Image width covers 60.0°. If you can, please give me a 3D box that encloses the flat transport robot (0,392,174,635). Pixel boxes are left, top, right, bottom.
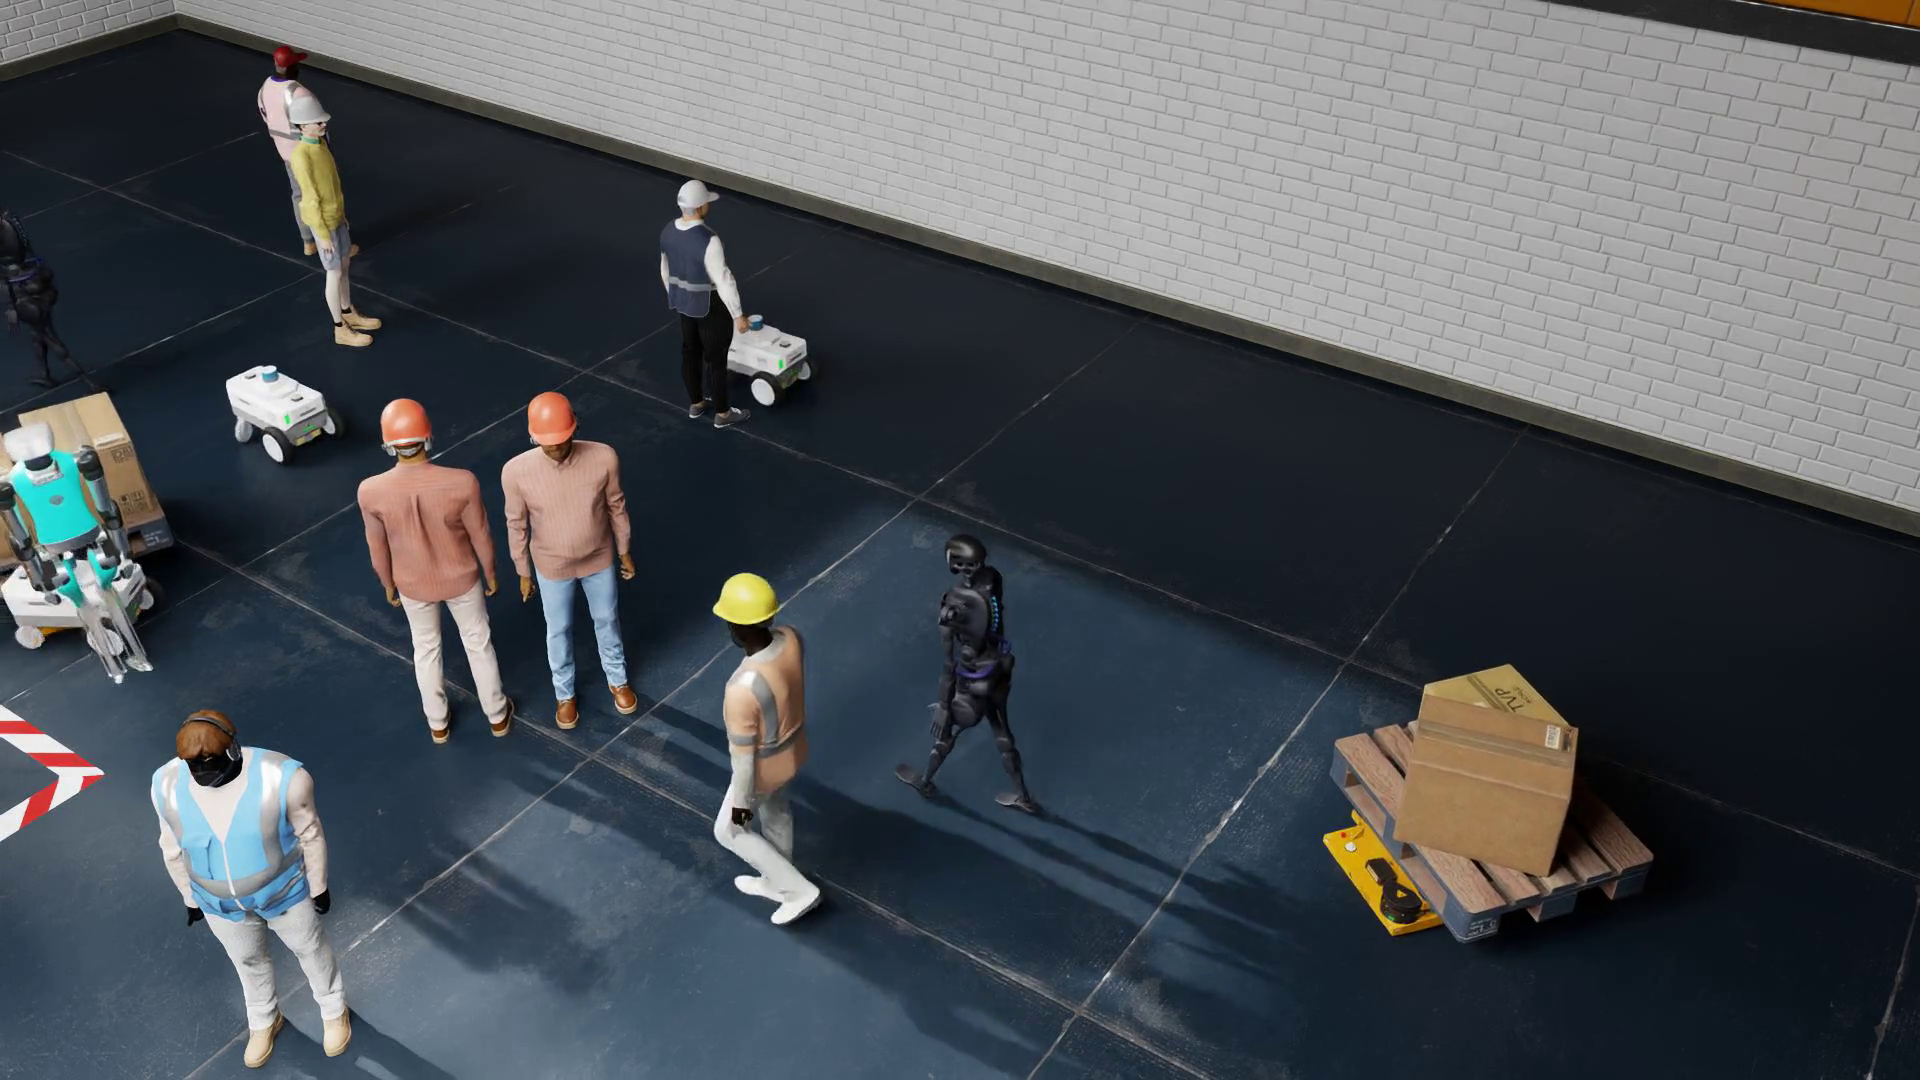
[{"bbox_3d":[-5.507,0.079,10.150,0.659,0.231,1.431,-21,40,-27],"label":"flat transport robot"}]

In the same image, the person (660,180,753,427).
[{"bbox_3d":[-1.732,-1.583,11.226,0.745,1.757,0.437,24,42,30],"label":"person"}]

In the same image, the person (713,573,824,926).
[{"bbox_3d":[-0.879,0.963,7.447,0.428,1.913,0.615,12,37,17],"label":"person"}]

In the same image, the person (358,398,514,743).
[{"bbox_3d":[-2.674,0.171,8.531,0.616,1.986,0.416,-5,35,-7],"label":"person"}]

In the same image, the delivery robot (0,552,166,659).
[{"bbox_3d":[-5.030,0.344,9.538,0.816,0.613,0.499,1,35,2],"label":"delivery robot"}]

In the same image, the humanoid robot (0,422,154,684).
[{"bbox_3d":[-4.727,0.083,8.869,0.550,1.783,0.748,-23,41,-30],"label":"humanoid robot"}]

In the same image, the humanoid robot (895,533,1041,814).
[{"bbox_3d":[0.062,0.663,8.121,0.764,1.626,0.609,18,39,24],"label":"humanoid robot"}]

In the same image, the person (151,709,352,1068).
[{"bbox_3d":[-2.895,1.437,6.840,0.625,1.844,0.429,-5,35,-7],"label":"person"}]

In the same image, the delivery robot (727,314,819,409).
[{"bbox_3d":[-1.428,-1.310,11.888,0.767,0.596,0.524,21,40,27],"label":"delivery robot"}]

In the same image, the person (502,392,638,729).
[{"bbox_3d":[-1.994,0.105,8.610,0.620,1.992,0.393,-13,37,-18],"label":"person"}]

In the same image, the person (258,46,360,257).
[{"bbox_3d":[-5.273,-3.117,13.422,0.623,1.751,0.419,20,40,26],"label":"person"}]

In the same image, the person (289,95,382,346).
[{"bbox_3d":[-4.629,-2.337,12.191,0.382,1.889,0.487,-1,35,-1],"label":"person"}]

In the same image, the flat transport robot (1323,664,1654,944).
[{"bbox_3d":[2.580,1.481,8.147,1.431,0.231,0.659,-11,37,-16],"label":"flat transport robot"}]

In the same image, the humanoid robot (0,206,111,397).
[{"bbox_3d":[-6.454,-1.729,11.547,0.654,1.638,0.602,-3,35,-5],"label":"humanoid robot"}]

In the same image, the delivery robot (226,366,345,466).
[{"bbox_3d":[-4.618,-0.889,11.278,0.754,0.587,0.525,23,41,29],"label":"delivery robot"}]
